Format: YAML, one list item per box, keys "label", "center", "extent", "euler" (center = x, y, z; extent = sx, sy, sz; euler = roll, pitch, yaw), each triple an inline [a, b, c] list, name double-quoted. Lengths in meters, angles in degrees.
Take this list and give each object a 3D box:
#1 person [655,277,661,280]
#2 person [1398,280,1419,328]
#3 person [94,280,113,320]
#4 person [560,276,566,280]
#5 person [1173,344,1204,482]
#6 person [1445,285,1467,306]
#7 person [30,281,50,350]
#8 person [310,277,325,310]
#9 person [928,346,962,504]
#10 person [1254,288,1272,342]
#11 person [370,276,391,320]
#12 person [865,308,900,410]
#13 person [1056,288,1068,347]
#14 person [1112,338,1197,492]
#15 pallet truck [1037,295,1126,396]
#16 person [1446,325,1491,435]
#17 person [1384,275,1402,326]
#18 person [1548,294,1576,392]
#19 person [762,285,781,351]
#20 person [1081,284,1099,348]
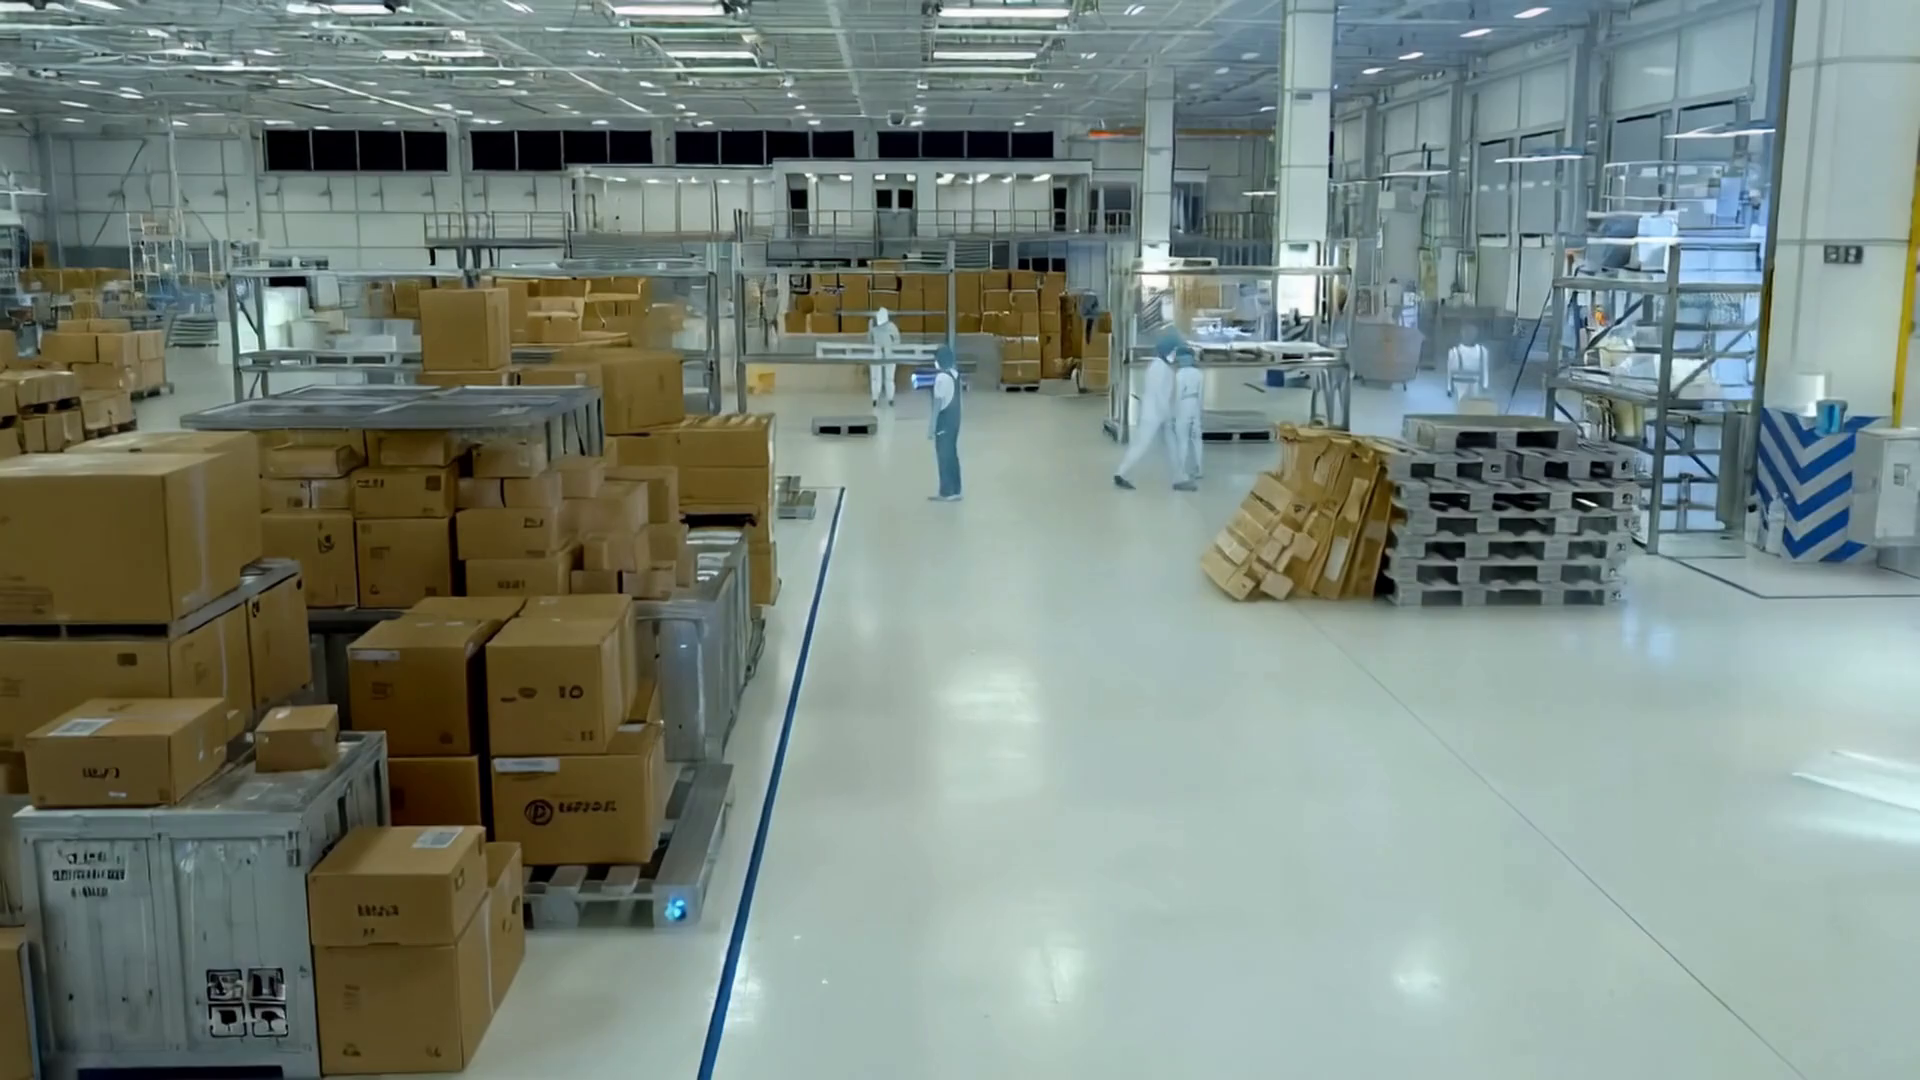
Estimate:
- label: "person"
  center: [-9.948, -7.706, 54.704]
  extent: [0.701, 1.872, 0.996]
  euler: [-3, 11, -18]
- label: "person"
  center: [12.924, -6.509, 47.923]
  extent: [0.579, 1.912, 0.750]
  euler: [2, 10, 12]
- label: "person"
  center: [-26.181, -7.015, 50.865]
  extent: [0.602, 1.868, 0.452]
  euler: [0, 10, 2]
- label: "person"
  center: [-14.310, -8.625, 59.825]
  extent: [0.594, 1.876, 0.612]
  euler: [-3, 11, -16]
- label: "person"
  center: [2.873, -1.605, 21.094]
  extent: [0.491, 1.741, 0.323]
  euler: [-7, 12, -35]
- label: "person"
  center: [13.105, -5.827, 44.222]
  extent: [0.608, 1.878, 0.930]
  euler: [8, 13, 36]
- label: "person"
  center: [-25.826, -6.296, 46.675]
  extent: [0.543, 1.939, 0.362]
  euler: [1, 10, 6]
- label: "person"
  center: [-24.007, -8.975, 62.143]
  extent: [0.527, 1.751, 0.515]
  euler: [-4, 11, -19]
- label: "person"
  center: [-0.165, -1.331, 19.320]
  extent: [0.349, 1.832, 0.515]
  euler: [6, 12, 32]
- label: "person"
  center: [8.737, -6.372, 47.692]
  extent: [0.543, 1.711, 0.895]
  euler: [-1, 10, -4]
- label: "person"
  center: [-17.719, -7.072, 50.715]
  extent: [0.720, 2.000, 1.014]
  euler: [2, 10, 12]
- label: "person"
  center: [-1.403, -3.280, 30.152]
  extent: [0.633, 1.841, 0.429]
  euler: [1, 10, 4]
- label: "person"
  center: [2.956, -6.407, 47.974]
  extent: [0.317, 1.696, 0.538]
  euler: [4, 11, 22]
- label: "person"
  center: [2.351, -1.516, 20.216]
  extent: [1.012, 1.894, 0.626]
  euler: [4, 11, 22]
- label: "pallet truck"
  center: [2.483, -3.881, 33.060]
  extent: [1.885, 1.965, 0.823]
  euler: [-7, 13, -36]
- label: "person"
  center: [7.406, -2.230, 24.334]
  extent: [0.573, 1.841, 0.969]
  euler: [-3, 10, -14]
- label: "person"
  center: [14.423, -7.857, 55.402]
  extent: [0.606, 1.917, 1.026]
  euler: [3, 11, 17]
- label: "person"
  center: [12.155, -3.959, 33.562]
  extent: [0.618, 1.981, 0.405]
  euler: [-3, 11, -15]
- label: "person"
  center: [-5.240, -6.198, 46.397]
  extent: [0.532, 1.852, 0.781]
  euler: [1, 10, 8]
- label: "person"
  center: [3.694, -6.406, 47.620]
  extent: [0.620, 1.824, 0.714]
  euler: [7, 12, 34]
